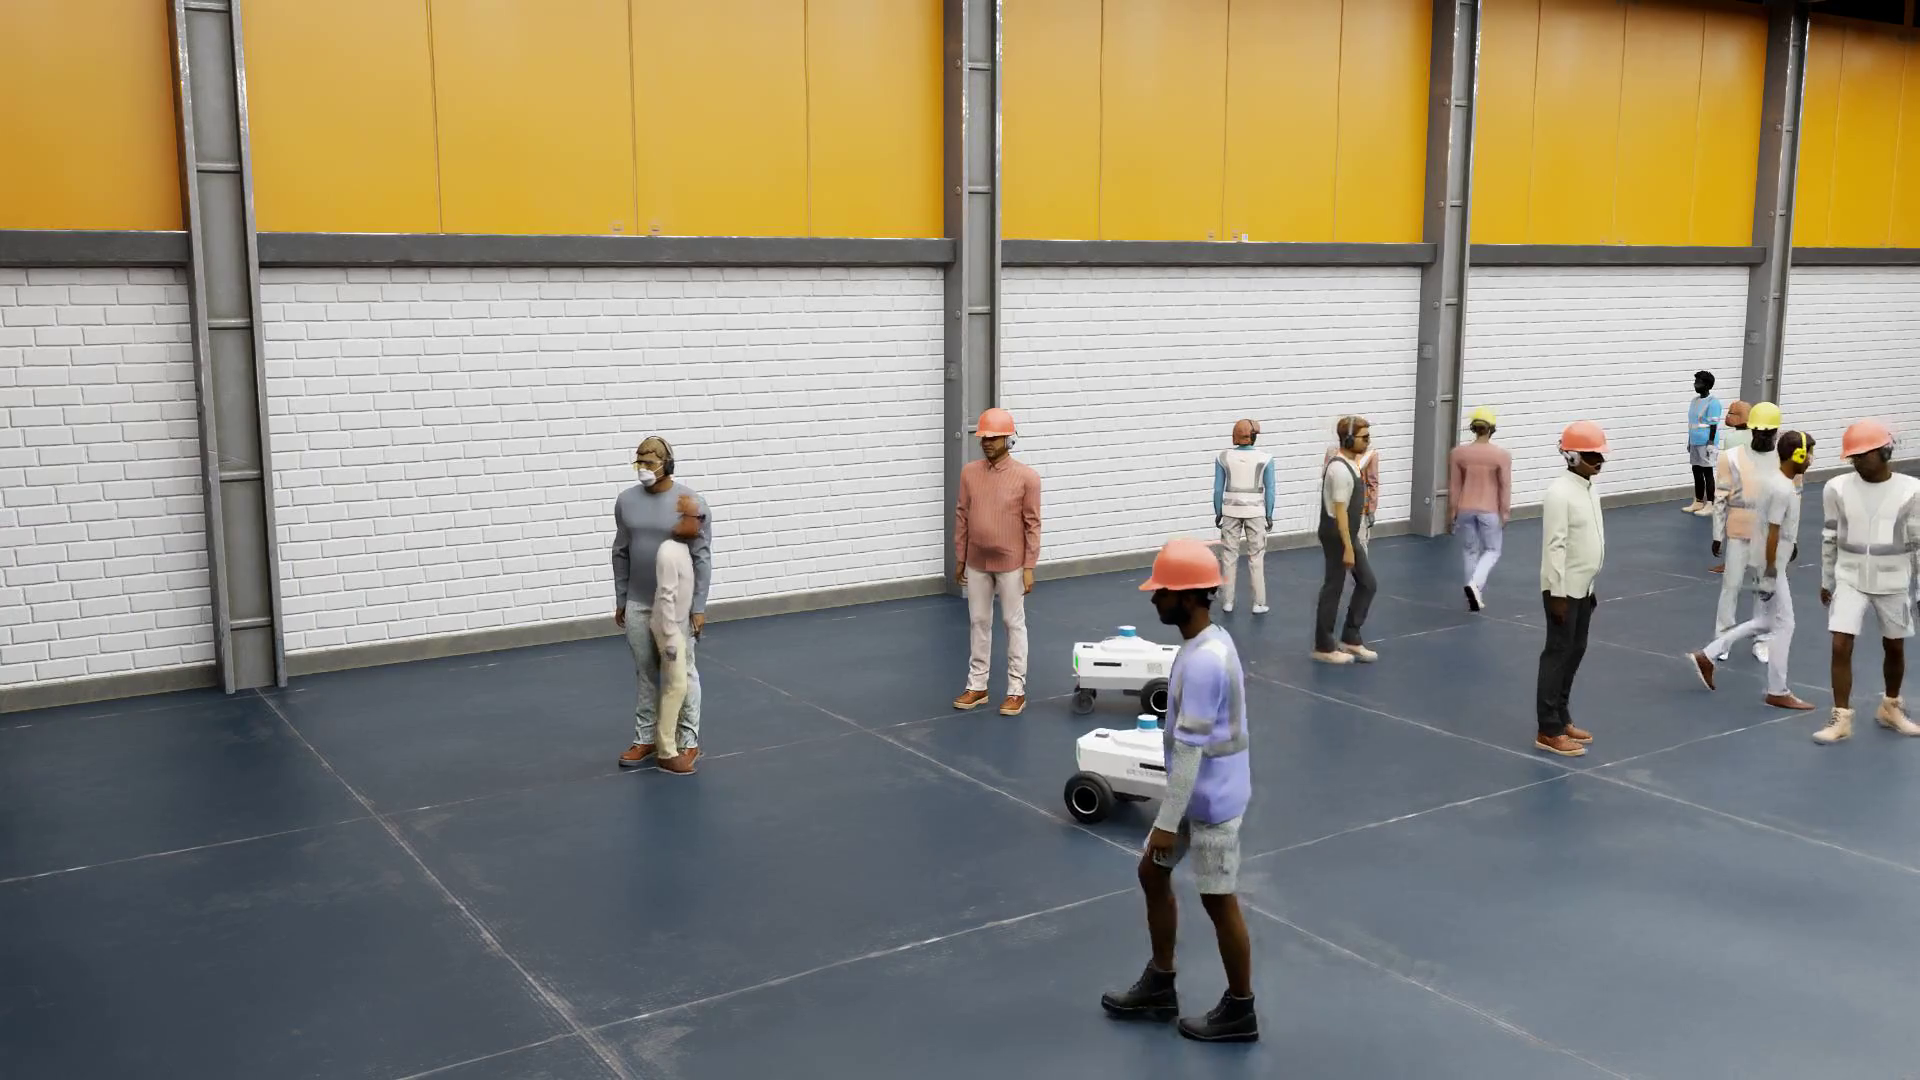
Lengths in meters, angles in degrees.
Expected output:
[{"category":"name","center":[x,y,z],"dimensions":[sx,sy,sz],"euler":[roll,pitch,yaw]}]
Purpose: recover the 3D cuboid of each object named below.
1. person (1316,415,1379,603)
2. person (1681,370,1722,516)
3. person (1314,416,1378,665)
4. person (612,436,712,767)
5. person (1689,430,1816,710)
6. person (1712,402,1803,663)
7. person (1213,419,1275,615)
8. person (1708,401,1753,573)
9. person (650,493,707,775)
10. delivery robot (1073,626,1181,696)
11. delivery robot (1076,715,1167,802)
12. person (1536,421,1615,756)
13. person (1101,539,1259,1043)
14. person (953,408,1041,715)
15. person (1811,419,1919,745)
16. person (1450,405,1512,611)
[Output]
[{"category":"person","center":[3.322,-0.248,14.204],"dimensions":[0.515,1.642,0.314],"euler":[8,12,40]},{"category":"person","center":[8.640,-1.127,19.356],"dimensions":[0.321,1.690,0.536],"euler":[-1,9,-6]},{"category":"person","center":[2.854,0.018,12.028],"dimensions":[0.595,1.827,0.552],"euler":[4,10,23]},{"category":"person","center":[-1.730,0.365,9.619],"dimensions":[0.629,1.940,0.372],"euler":[3,10,20]},{"category":"person","center":[5.302,0.185,11.036],"dimensions":[0.691,1.836,0.567],"euler":[3,10,17]},{"category":"person","center":[5.823,-0.052,12.168],"dimensions":[0.591,1.923,0.381],"euler":[3,10,17]},{"category":"person","center":[2.365,-0.190,13.870],"dimensions":[0.514,1.636,0.315],"euler":[3,10,19]},{"category":"person","center":[7.316,-0.490,15.684],"dimensions":[0.509,1.634,0.263],"euler":[-7,12,-37]},{"category":"person","center":[-1.610,0.527,9.604],"dimensions":[0.329,1.616,0.504],"euler":[2,10,10]},{"category":"delivery robot","center":[1.091,0.805,10.843],"dimensions":[0.707,0.478,0.477],"euler":[1,10,8]},{"category":"delivery robot","center":[0.979,1.160,8.706],"dimensions":[0.707,0.478,0.477],"euler":[5,11,30]},{"category":"person","center":[3.672,0.281,9.979],"dimensions":[0.420,1.991,0.636],"euler":[7,12,38]},{"category":"person","center":[0.801,0.946,6.174],"dimensions":[0.735,1.909,0.559],"euler":[1,9,4]},{"category":"person","center":[0.233,0.136,10.823],"dimensions":[0.611,1.995,0.375],"euler":[5,11,28]},{"category":"person","center":[5.586,0.254,10.150],"dimensions":[0.645,2.005,0.761],"euler":[7,12,38]},{"category":"person","center":[4.297,-0.240,13.833],"dimensions":[0.522,1.749,0.559],"euler":[7,12,36]}]
